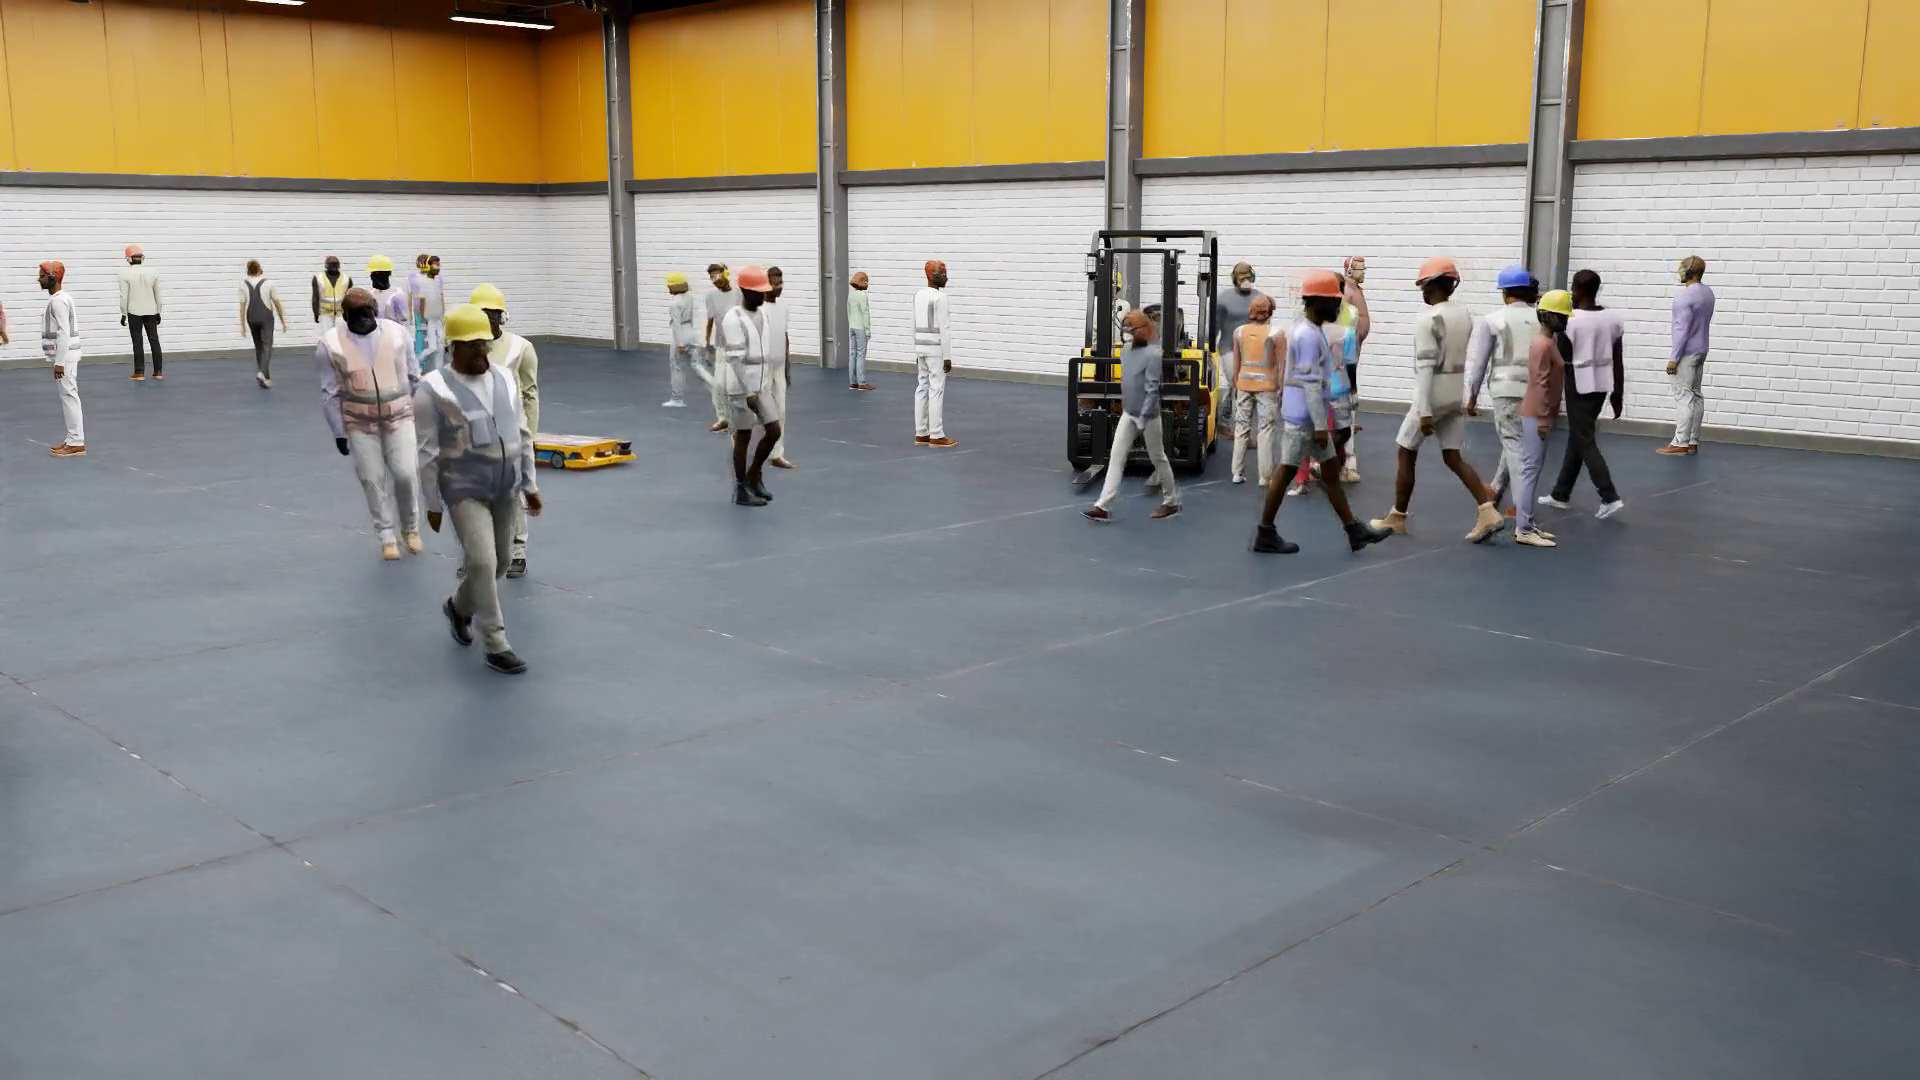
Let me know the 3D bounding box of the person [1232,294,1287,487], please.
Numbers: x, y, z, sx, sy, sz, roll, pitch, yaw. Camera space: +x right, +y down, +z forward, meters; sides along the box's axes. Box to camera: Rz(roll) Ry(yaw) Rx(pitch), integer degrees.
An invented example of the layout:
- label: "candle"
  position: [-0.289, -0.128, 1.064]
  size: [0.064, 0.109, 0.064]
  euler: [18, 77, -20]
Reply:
- label: "person"
  position: [2.550, -1.269, 14.182]
  size: [0.514, 1.632, 0.312]
  euler: [8, 13, 38]

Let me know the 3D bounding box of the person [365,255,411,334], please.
- label: "person"
  position: [-5.993, -2.012, 17.421]
  size: [0.589, 1.928, 0.384]
  euler: [8, 13, 36]

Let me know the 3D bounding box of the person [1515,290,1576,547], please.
- label: "person"
  position: [4.040, -0.841, 11.502]
  size: [0.328, 1.761, 0.523]
  euler: [4, 11, 20]

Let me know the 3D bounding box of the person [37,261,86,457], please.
- label: "person"
  position: [-8.709, -1.750, 16.117]
  size: [0.355, 1.883, 0.575]
  euler: [-5, 12, -27]

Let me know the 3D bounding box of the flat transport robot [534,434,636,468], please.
- label: "flat transport robot"
  position: [-3.812, -0.850, 15.611]
  size: [1.431, 0.197, 0.652]
  euler: [6, 12, 28]

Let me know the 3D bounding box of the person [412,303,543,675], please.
- label: "person"
  position: [-2.423, -0.275, 8.278]
  size: [0.815, 1.809, 0.588]
  euler: [8, 13, 37]

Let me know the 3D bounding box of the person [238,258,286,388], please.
- label: "person"
  position: [-9.846, -3.050, 23.408]
  size: [0.547, 1.817, 0.897]
  euler: [-1, 10, -6]

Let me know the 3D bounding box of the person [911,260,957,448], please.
- label: "person"
  position: [-0.274, -1.876, 16.805]
  size: [0.337, 1.881, 0.585]
  euler: [-7, 13, -34]

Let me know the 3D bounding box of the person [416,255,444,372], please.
- label: "person"
  position: [-7.483, -3.079, 23.438]
  size: [0.528, 1.855, 0.541]
  euler: [4, 11, 21]

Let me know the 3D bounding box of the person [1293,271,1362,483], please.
- label: "person"
  position: [3.188, -1.380, 14.282]
  size: [0.628, 1.814, 0.790]
  euler: [-2, 11, -10]

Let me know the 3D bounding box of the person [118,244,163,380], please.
- label: "person"
  position: [-12.133, -3.368, 24.635]
  size: [0.378, 1.995, 0.608]
  euler: [8, 13, 38]

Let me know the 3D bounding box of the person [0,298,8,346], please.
- label: "person"
  position: [-11.993, -2.553, 20.260]
  size: [0.779, 1.972, 0.614]
  euler: [6, 12, 31]

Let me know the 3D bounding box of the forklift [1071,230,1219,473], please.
- label: "forklift"
  position: [1.804, -1.825, 15.677]
  size: [1.214, 2.155, 2.313]
  euler: [2, 11, 13]

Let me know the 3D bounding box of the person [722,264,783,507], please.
- label: "person"
  position: [-1.628, -1.197, 13.018]
  size: [0.472, 1.909, 0.559]
  euler: [7, 12, 33]

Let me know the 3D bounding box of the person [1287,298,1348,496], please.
- label: "person"
  position: [2.985, -1.241, 13.771]
  size: [0.528, 1.734, 0.678]
  euler: [8, 13, 36]

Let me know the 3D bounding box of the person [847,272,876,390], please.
- label: "person"
  position: [-1.384, -2.892, 23.023]
  size: [0.283, 1.633, 0.499]
  euler: [-7, 12, -32]

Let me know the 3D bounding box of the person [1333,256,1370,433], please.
- label: "person"
  position: [4.240, -2.116, 18.050]
  size: [0.402, 1.906, 0.652]
  euler: [5, 11, 23]

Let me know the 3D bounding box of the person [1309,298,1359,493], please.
- label: "person"
  position: [2.994, -1.201, 13.677]
  size: [0.568, 1.671, 0.528]
  euler: [10, 14, 44]

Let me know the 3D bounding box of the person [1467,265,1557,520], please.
- label: "person"
  position: [4.162, -1.126, 12.647]
  size: [0.621, 1.899, 0.948]
  euler: [-2, 11, -13]

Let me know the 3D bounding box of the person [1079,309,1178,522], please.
- label: "person"
  position: [1.310, -0.914, 12.360]
  size: [0.853, 1.582, 0.513]
  euler: [-6, 12, -32]

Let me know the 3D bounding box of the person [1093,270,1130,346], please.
- label: "person"
  position: [1.621, -2.034, 18.012]
  size: [0.524, 1.760, 0.327]
  euler: [-4, 11, -23]

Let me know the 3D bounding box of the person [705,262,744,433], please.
- label: "person"
  position: [-2.476, -2.057, 17.933]
  size: [0.566, 1.843, 0.392]
  euler: [-1, 10, -4]

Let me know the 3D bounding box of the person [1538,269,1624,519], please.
- label: "person"
  position: [4.797, -1.117, 12.697]
  size: [0.604, 1.881, 0.949]
  euler: [-4, 11, -22]

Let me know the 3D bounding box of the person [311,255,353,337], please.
- label: "person"
  position: [-10.004, -3.629, 26.550]
  size: [0.634, 1.822, 0.592]
  euler: [-5, 11, -25]

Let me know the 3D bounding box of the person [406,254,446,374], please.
- label: "person"
  position: [-8.245, -3.490, 25.707]
  size: [0.567, 1.845, 0.386]
  euler: [-6, 12, -28]

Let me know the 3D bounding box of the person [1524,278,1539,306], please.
- label: "person"
  position: [5.921, -1.912, 17.538]
  size: [0.321, 1.689, 0.530]
  euler: [4, 11, 20]

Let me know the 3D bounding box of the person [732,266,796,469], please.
- label: "person"
  position: [-1.794, -1.583, 15.293]
  size: [0.611, 1.858, 0.518]
  euler: [9, 13, 39]

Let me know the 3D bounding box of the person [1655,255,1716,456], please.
- label: "person"
  position: [7.053, -1.782, 16.143]
  size: [0.631, 1.940, 0.372]
  euler: [-10, 14, -44]

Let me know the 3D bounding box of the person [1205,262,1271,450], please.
- label: "person"
  position: [2.830, -1.896, 16.972]
  size: [0.678, 1.879, 1.063]
  euler: [-3, 11, -18]

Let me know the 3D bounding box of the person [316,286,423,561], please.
- label: "person"
  position: [-3.817, -0.748, 10.871]
  size: [0.675, 1.808, 0.467]
  euler: [-4, 11, -23]

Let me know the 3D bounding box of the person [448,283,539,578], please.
- label: "person"
  position: [-2.927, -0.675, 10.379]
  size: [0.588, 1.837, 0.403]
  euler: [1, 10, 4]

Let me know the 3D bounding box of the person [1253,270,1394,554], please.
- label: "person"
  position: [2.423, -0.823, 11.011]
  size: [0.968, 1.893, 0.573]
  euler: [3, 11, 15]

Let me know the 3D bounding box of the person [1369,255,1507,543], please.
- label: "person"
  position: [3.366, -0.973, 11.568]
  size: [0.605, 2.010, 0.974]
  euler: [-8, 13, -38]

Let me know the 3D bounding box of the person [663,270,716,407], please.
- label: "person"
  position: [-3.362, -2.475, 20.530]
  size: [0.750, 1.705, 0.532]
  euler: [5, 11, 24]
